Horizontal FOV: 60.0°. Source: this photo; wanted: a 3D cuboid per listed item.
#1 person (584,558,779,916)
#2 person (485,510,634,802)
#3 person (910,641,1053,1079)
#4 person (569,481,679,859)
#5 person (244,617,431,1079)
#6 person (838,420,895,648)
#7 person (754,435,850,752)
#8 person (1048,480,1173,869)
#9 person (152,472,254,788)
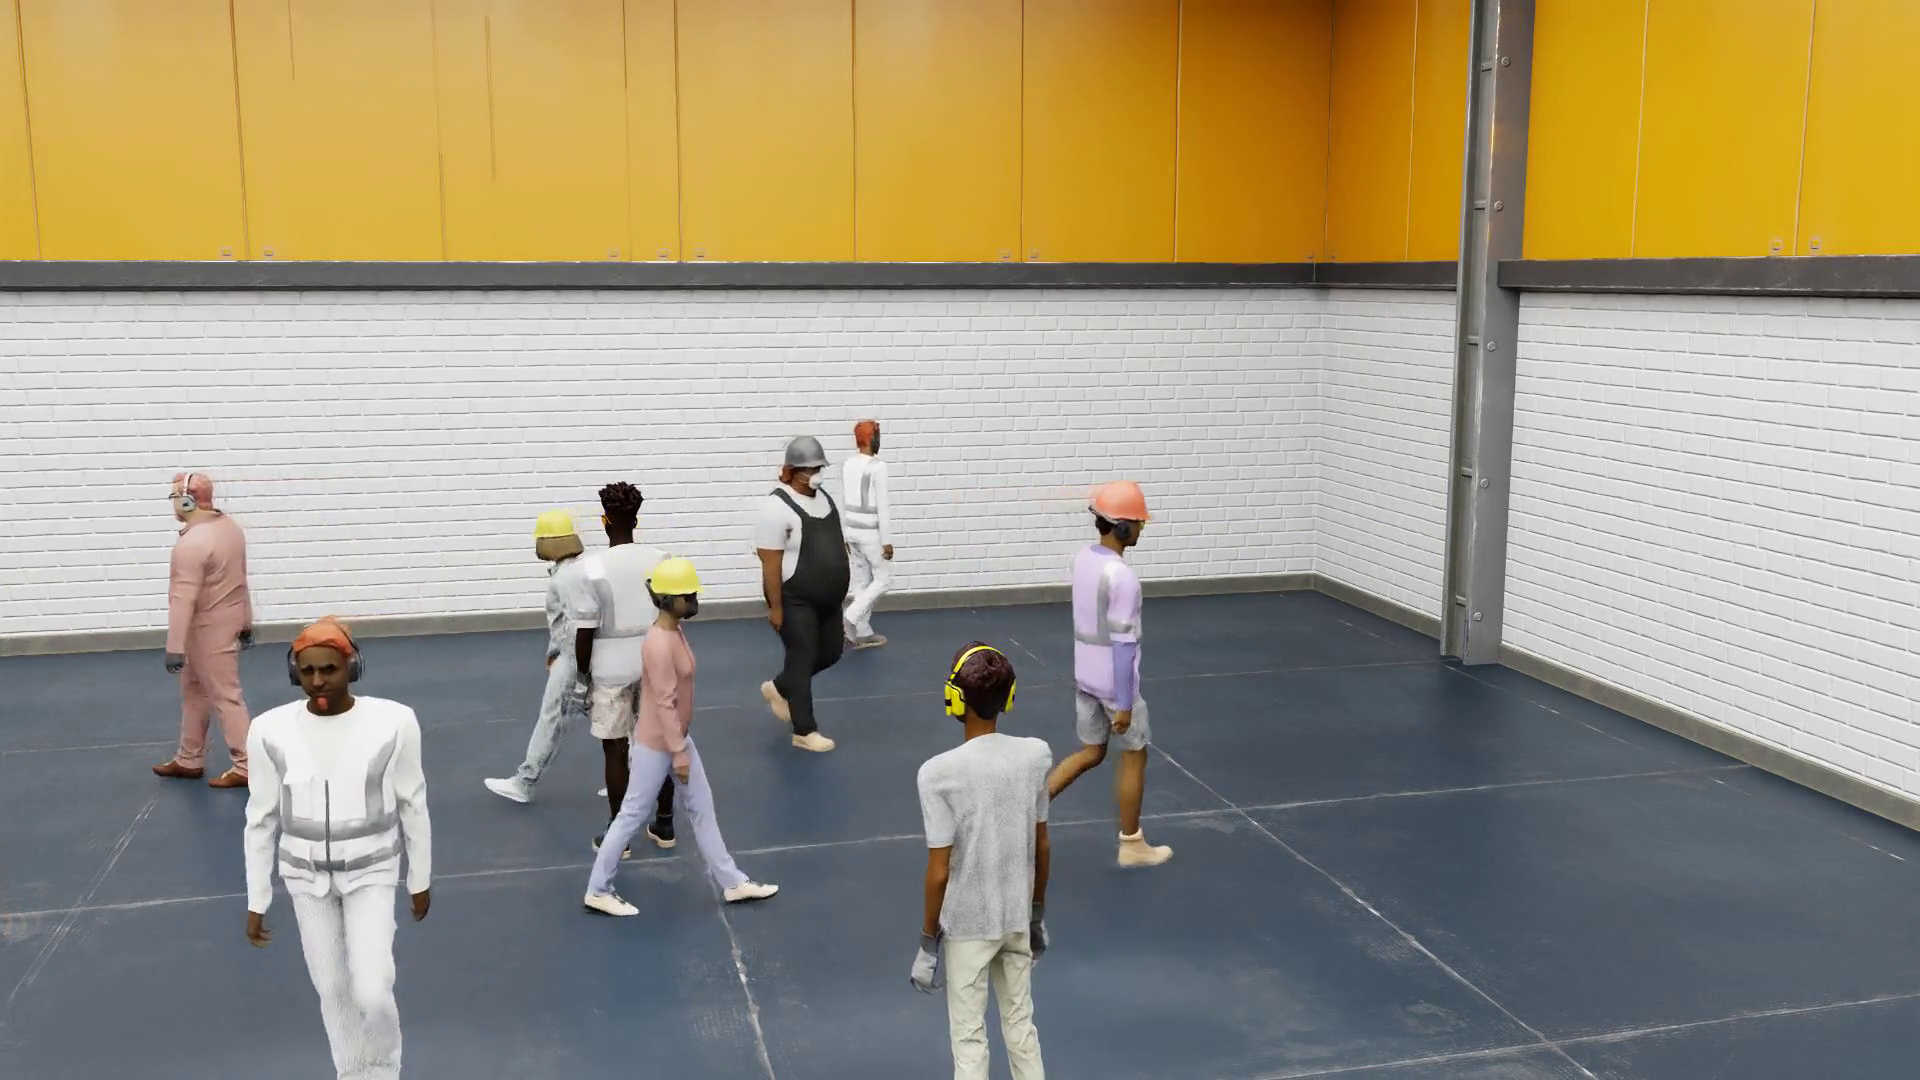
[{"bbox_3d":[-1.361,0.933,7.813,0.924,1.715,0.549,0,9,0],"label":"person"},{"bbox_3d":[-2.256,0.671,9.511,0.901,1.686,0.518,0,9,0],"label":"person"},{"bbox_3d":[0.065,1.250,5.350,0.520,1.873,0.335,-6,11,-33],"label":"person"},{"bbox_3d":[-1.730,0.672,8.656,0.608,1.966,0.372,-6,11,-34],"label":"person"},{"bbox_3d":[-2.138,1.194,5.707,0.593,1.865,0.474,-1,9,-5],"label":"person"},{"bbox_3d":[-0.795,-0.028,13.333,0.499,1.866,0.601,-7,12,-39],"label":"person"},{"bbox_3d":[-1.021,0.318,10.636,0.674,2.000,0.687,5,10,30],"label":"person"},{"bbox_3d":[0.671,0.698,8.352,0.821,2.017,0.610,-4,10,-24],"label":"person"},{"bbox_3d":[-4.518,0.540,9.729,0.826,1.876,0.681,-1,9,-4],"label":"person"}]
